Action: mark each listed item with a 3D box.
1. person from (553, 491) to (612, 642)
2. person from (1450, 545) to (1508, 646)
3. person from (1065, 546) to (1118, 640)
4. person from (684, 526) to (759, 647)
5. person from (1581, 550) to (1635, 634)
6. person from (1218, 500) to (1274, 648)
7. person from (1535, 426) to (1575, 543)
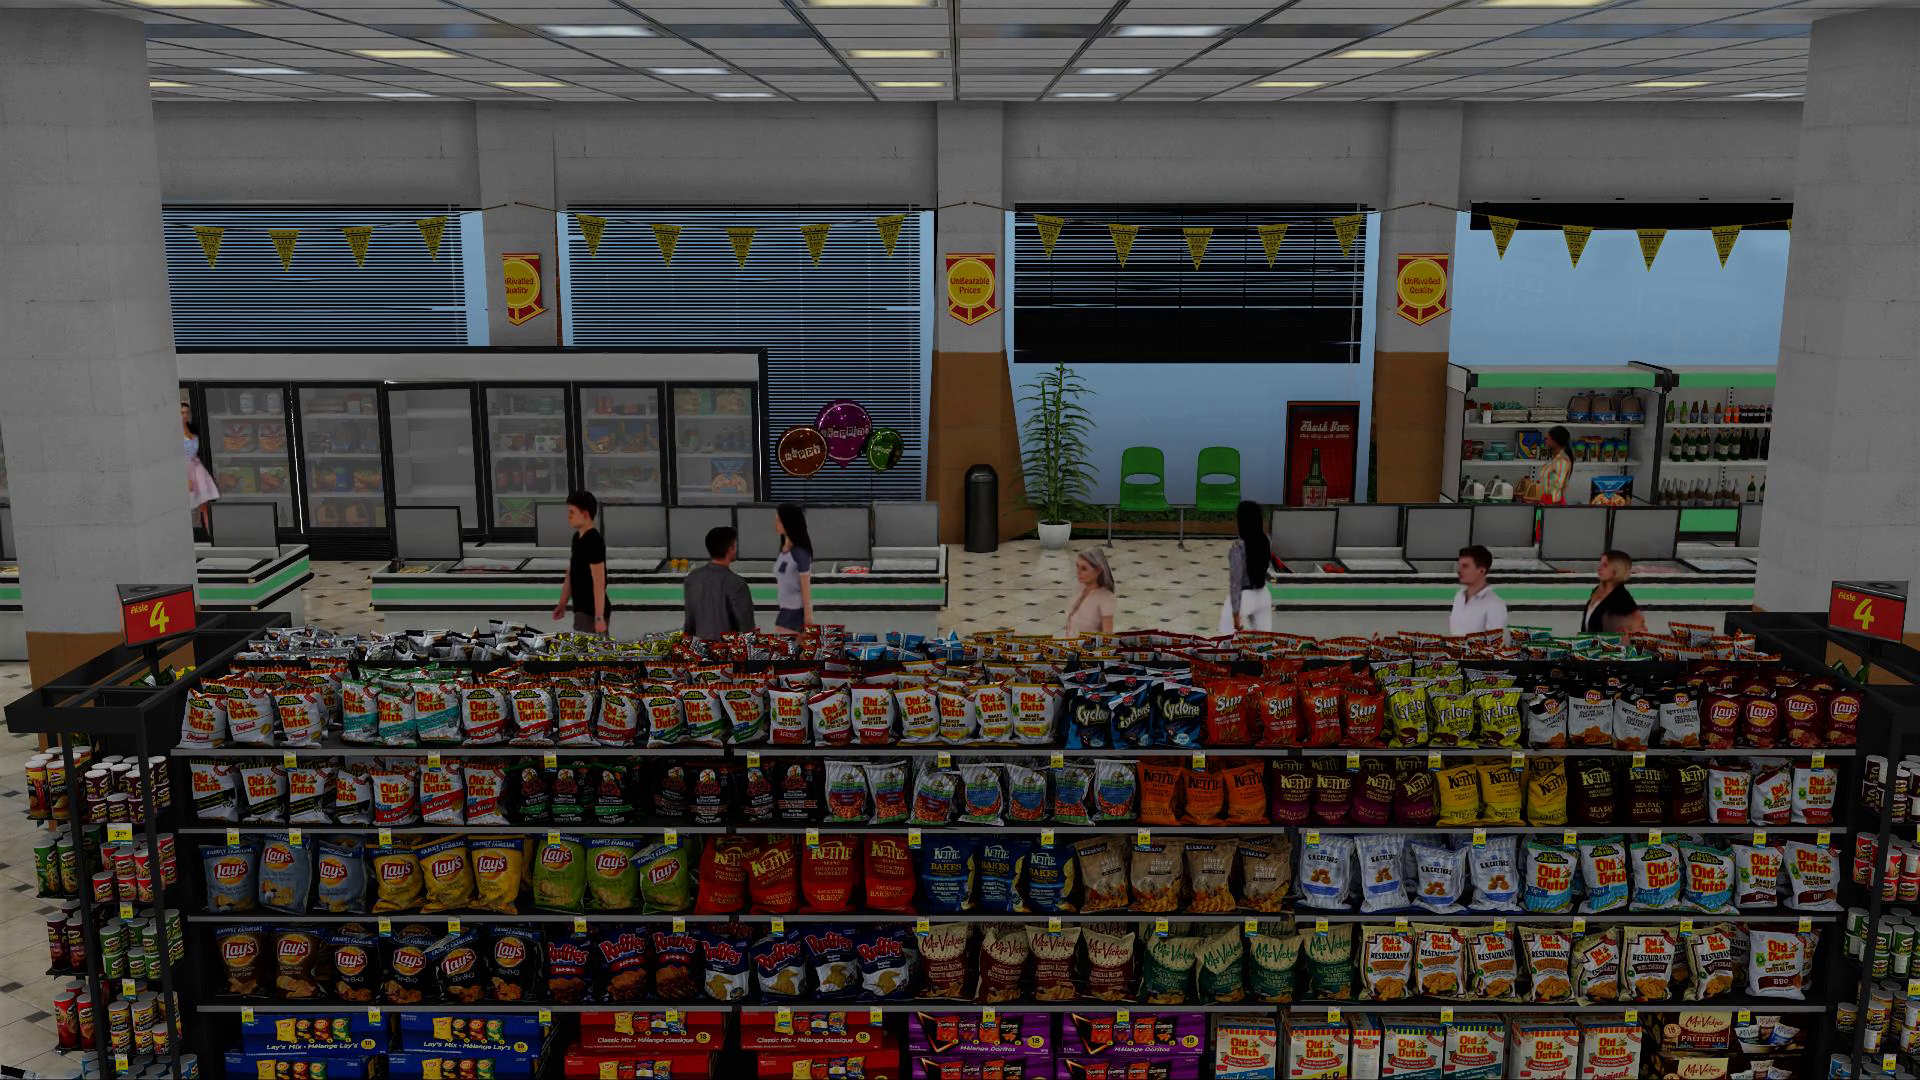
[{"bbox_3d":[-2.709,0.536,12.552,0.911,1.848,0.820,-4,13,-20],"label":"person"},{"bbox_3d":[3.378,0.944,10.665,1.010,1.827,0.848,-5,13,-22],"label":"person"},{"bbox_3d":[0.953,0.885,11.235,1.163,1.708,0.890,-5,13,-22],"label":"person"},{"bbox_3d":[-1.632,0.865,11.046,1.263,1.825,1.223,8,14,34],"label":"person"},{"bbox_3d":[4.512,0.896,11.383,1.038,1.624,0.627,-1,12,-4],"label":"person"},{"bbox_3d":[2.288,0.574,12.804,1.213,1.671,1.112,-7,14,-31],"label":"person"},{"bbox_3d":[5.904,-0.218,16.301,0.992,1.778,0.695,2,12,11],"label":"person"}]
